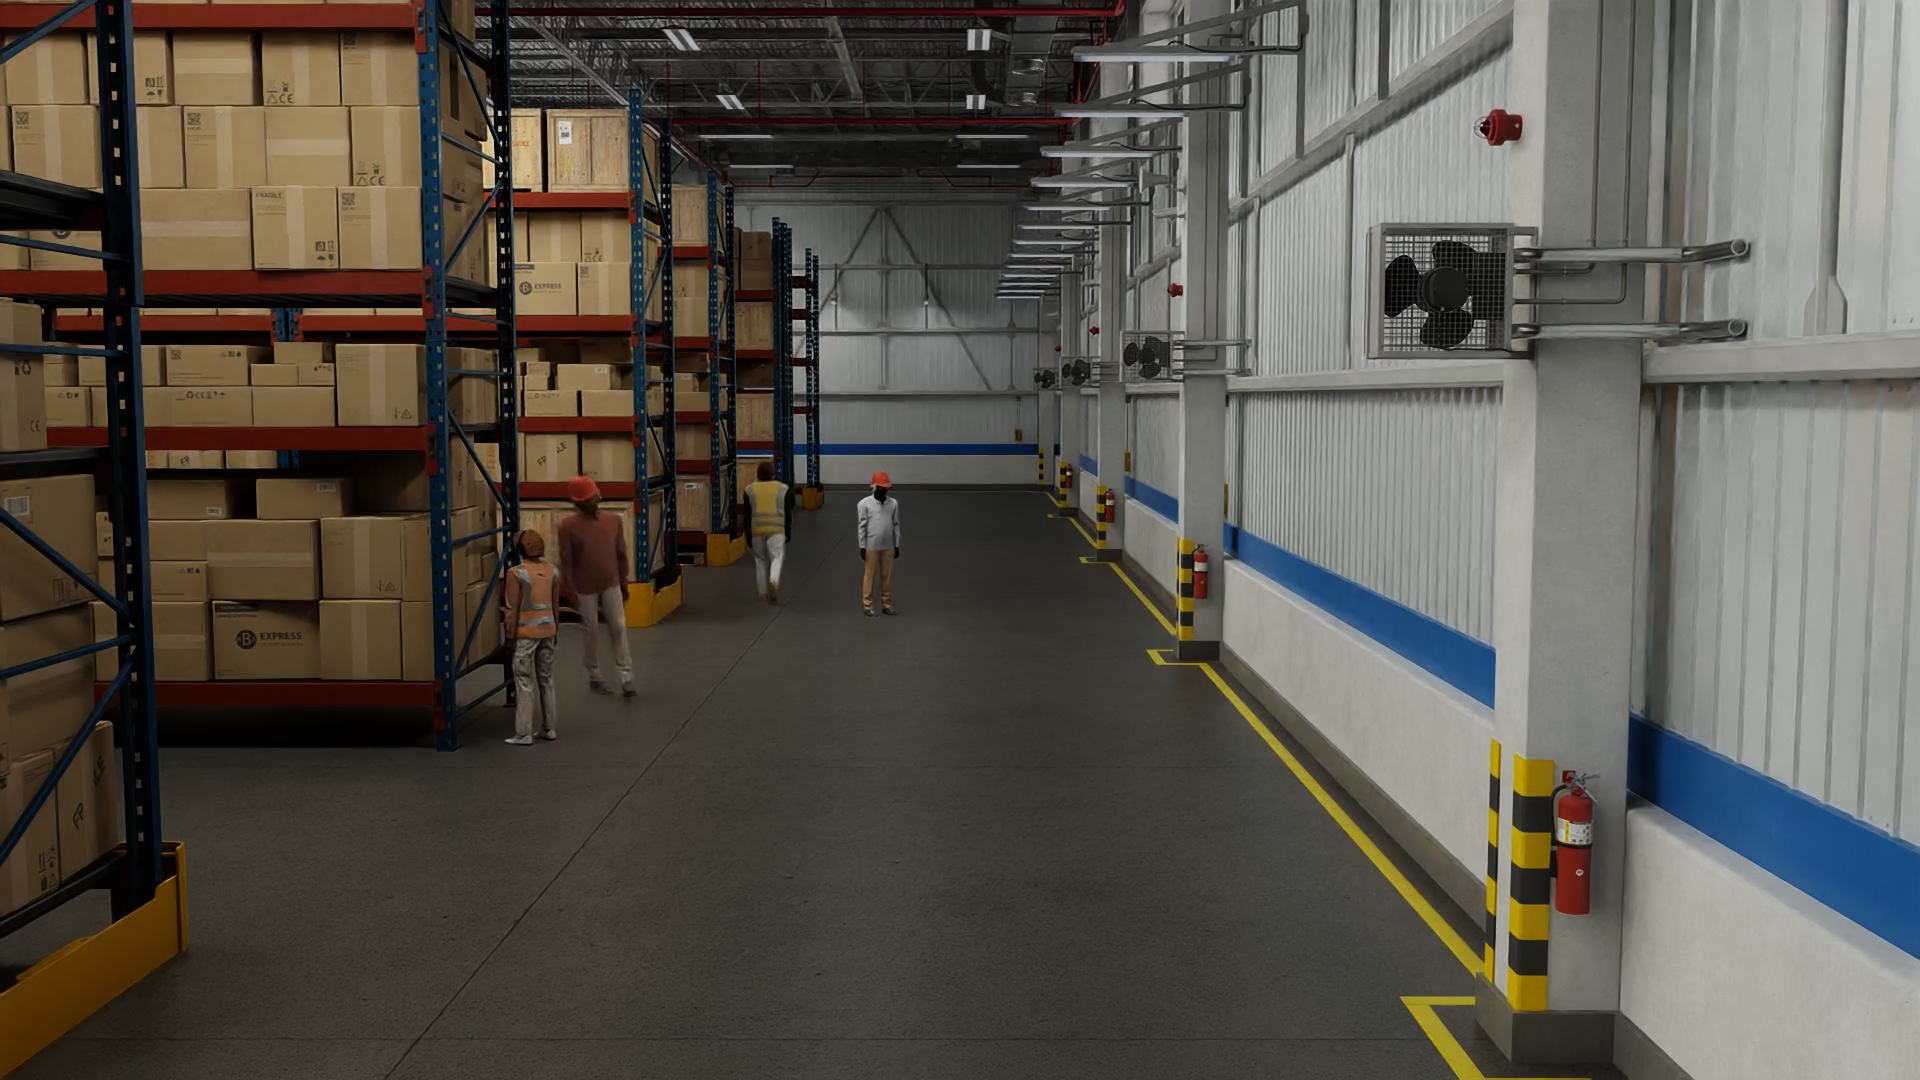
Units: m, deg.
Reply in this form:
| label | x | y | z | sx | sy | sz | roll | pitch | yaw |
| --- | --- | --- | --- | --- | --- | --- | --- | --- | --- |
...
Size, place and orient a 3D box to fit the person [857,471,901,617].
| label | x | y | z | sx | sy | sz | roll | pitch | yaw |
| --- | --- | --- | --- | --- | --- | --- | --- | --- | --- |
| person | -0.954 | 0.050 | 19.858 | 0.565 | 1.745 | 0.349 | -3 | 6 | -32 |

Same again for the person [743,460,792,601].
| label | x | y | z | sx | sy | sz | roll | pitch | yaw |
| --- | --- | --- | --- | --- | --- | --- | --- | --- | --- |
| person | -2.459 | -0.106 | 21.214 | 0.617 | 1.825 | 0.724 | 0 | 5 | -2 |

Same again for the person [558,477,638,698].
| label | x | y | z | sx | sy | sz | roll | pitch | yaw |
| --- | --- | --- | --- | --- | --- | --- | --- | --- | --- |
| person | -3.106 | 0.427 | 14.382 | 0.650 | 1.937 | 0.929 | -3 | 6 | -29 |

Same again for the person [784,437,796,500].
| label | x | y | z | sx | sy | sz | roll | pitch | yaw |
| --- | --- | --- | --- | --- | --- | --- | --- | --- | --- |
| person | -3.920 | -1.481 | 37.771 | 0.309 | 1.735 | 0.484 | 1 | 5 | 11 |

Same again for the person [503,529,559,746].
| label | x | y | z | sx | sy | sz | roll | pitch | yaw |
| --- | --- | --- | --- | --- | --- | --- | --- | --- | --- |
| person | -3.231 | 0.732 | 12.583 | 0.317 | 1.631 | 0.523 | 3 | 6 | 31 |
